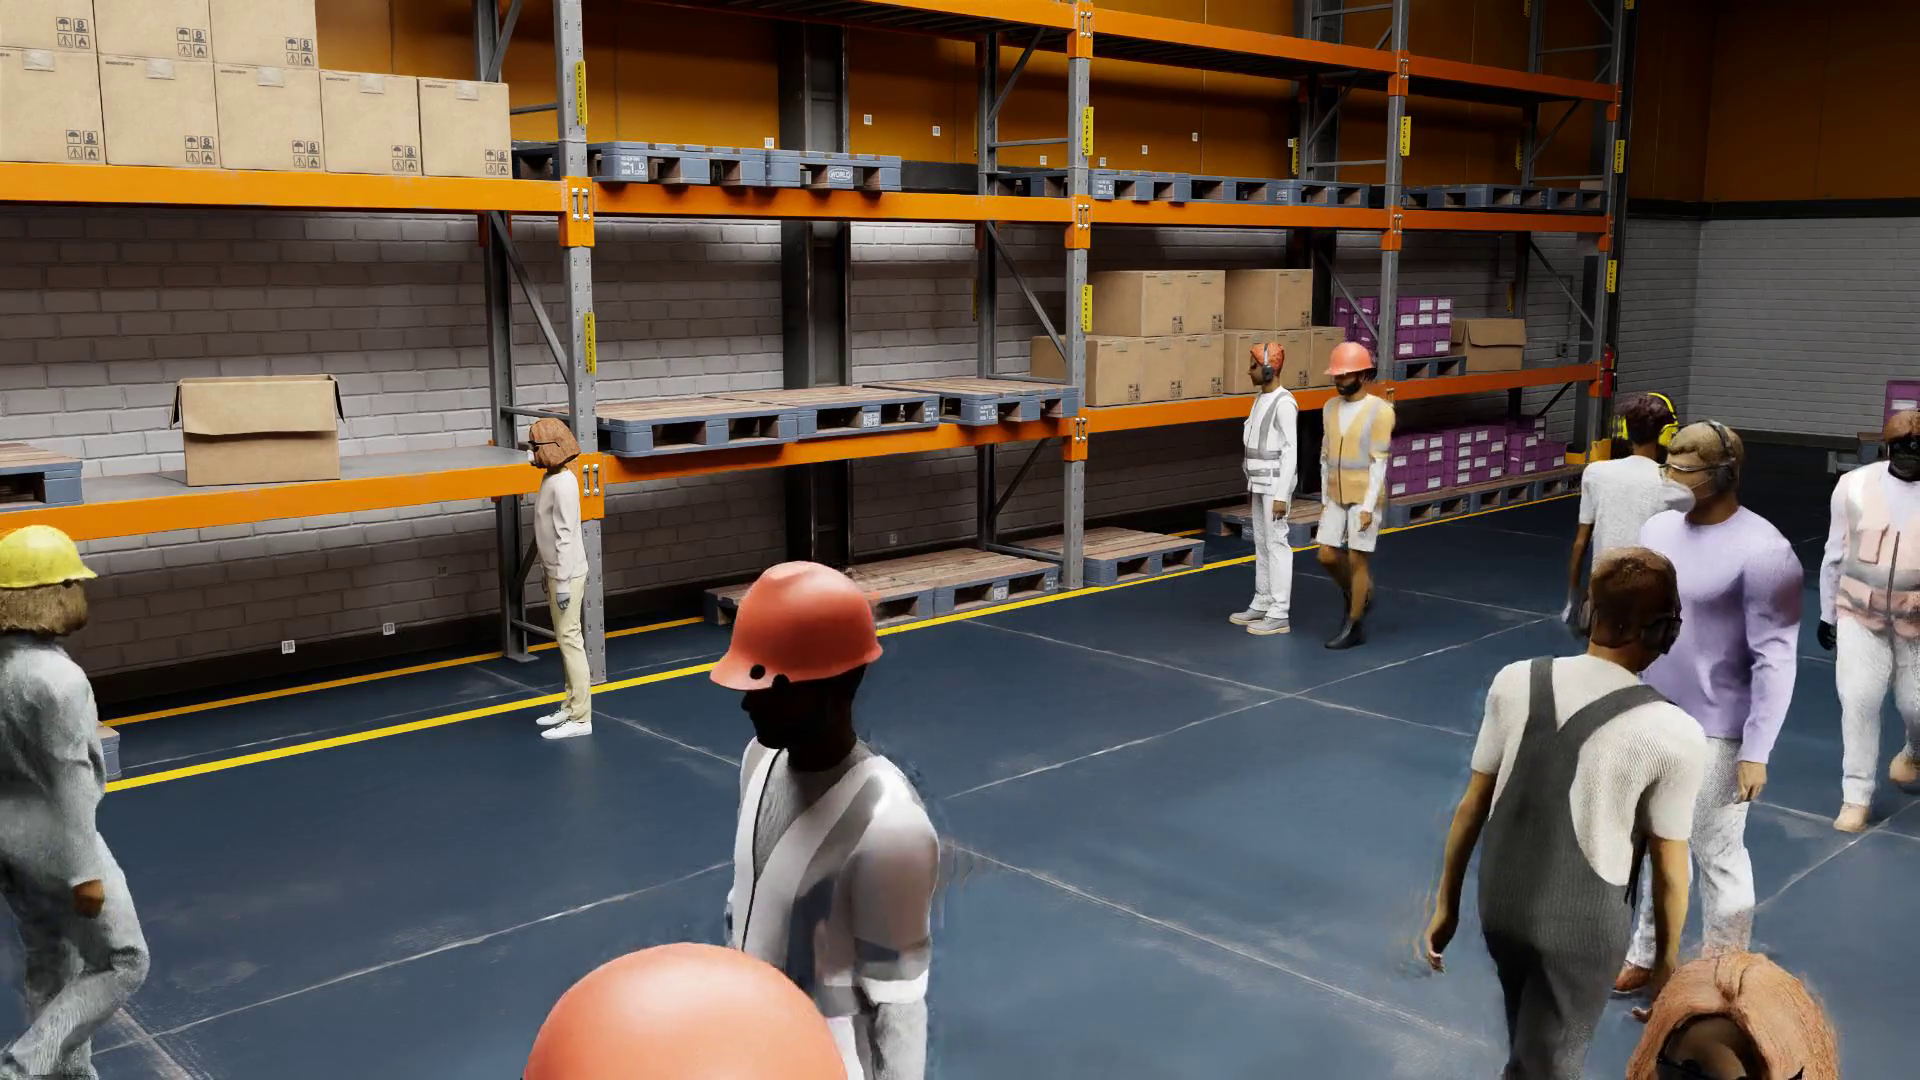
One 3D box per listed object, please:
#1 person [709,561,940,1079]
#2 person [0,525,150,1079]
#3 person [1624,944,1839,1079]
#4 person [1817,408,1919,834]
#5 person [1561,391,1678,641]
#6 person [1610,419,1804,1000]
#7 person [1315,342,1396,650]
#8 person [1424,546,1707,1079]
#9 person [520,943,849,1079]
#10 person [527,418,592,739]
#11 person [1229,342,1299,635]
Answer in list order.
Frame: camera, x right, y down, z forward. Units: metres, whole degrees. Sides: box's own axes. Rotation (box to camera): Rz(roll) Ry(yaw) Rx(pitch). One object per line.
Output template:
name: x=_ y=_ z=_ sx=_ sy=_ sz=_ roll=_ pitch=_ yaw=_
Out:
person: x=-0.204 y=0.965 z=3.053 sx=0.808 sy=1.917 sz=0.552 roll=-5 pitch=11 yaw=-29
person: x=-2.436 y=0.822 z=4.407 sx=0.503 sy=1.728 sz=0.432 roll=7 pitch=12 yaw=36
person: x=0.958 y=1.269 z=2.150 sx=0.507 sy=1.614 sz=0.679 roll=9 pitch=13 yaw=44
person: x=4.057 y=0.322 z=7.171 sx=0.632 sy=1.808 sz=0.775 roll=7 pitch=12 yaw=37
person: x=2.949 y=0.284 z=7.235 sx=0.549 sy=1.843 sz=0.569 roll=-9 pitch=13 yaw=-41
person: x=2.300 y=0.586 z=5.210 sx=0.355 sy=1.936 sz=0.635 roll=-3 pitch=10 yaw=-18
person: x=2.444 y=-0.270 z=10.307 sx=0.500 sy=1.918 sz=0.542 roll=-8 pitch=12 yaw=-38
person: x=1.437 y=0.897 z=3.826 sx=0.926 sy=1.787 sz=0.550 roll=-7 pitch=12 yaw=-34
person: x=-0.224 y=1.236 z=1.306 sx=0.663 sy=1.964 sz=0.437 roll=1 pitch=10 yaw=4
person: x=-2.030 y=0.190 z=8.443 sx=0.277 sy=1.629 sz=0.497 roll=-3 pitch=10 yaw=-19
person: x=1.991 y=-0.332 z=10.741 sx=0.360 sy=1.884 sz=0.574 roll=-1 pitch=10 yaw=-8
